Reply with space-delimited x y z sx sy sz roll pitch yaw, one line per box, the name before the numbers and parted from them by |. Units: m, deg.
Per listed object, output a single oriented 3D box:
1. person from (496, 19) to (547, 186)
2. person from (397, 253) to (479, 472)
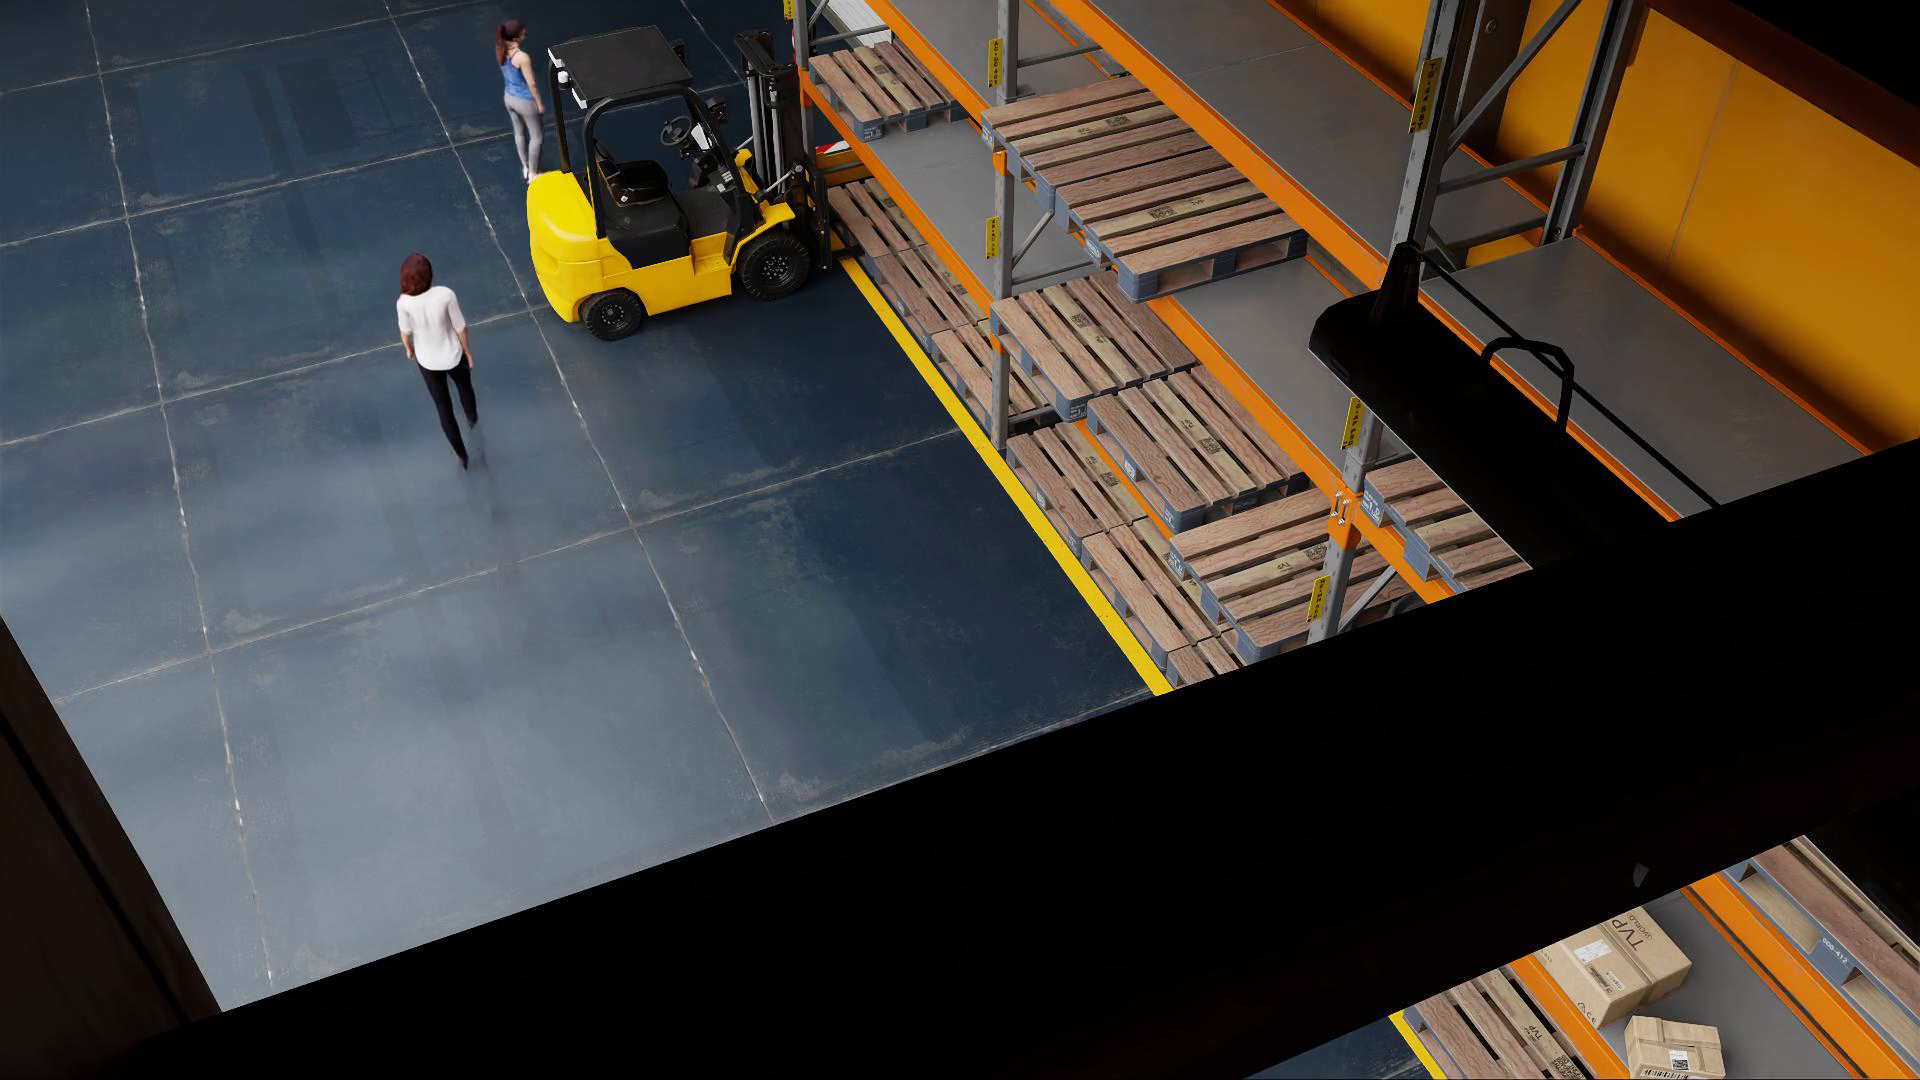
person | -4.021 -4.050 15.280 0.638 1.598 0.735 17 46 17
person | -3.792 -1.248 12.215 0.668 1.767 0.943 -14 45 -14
